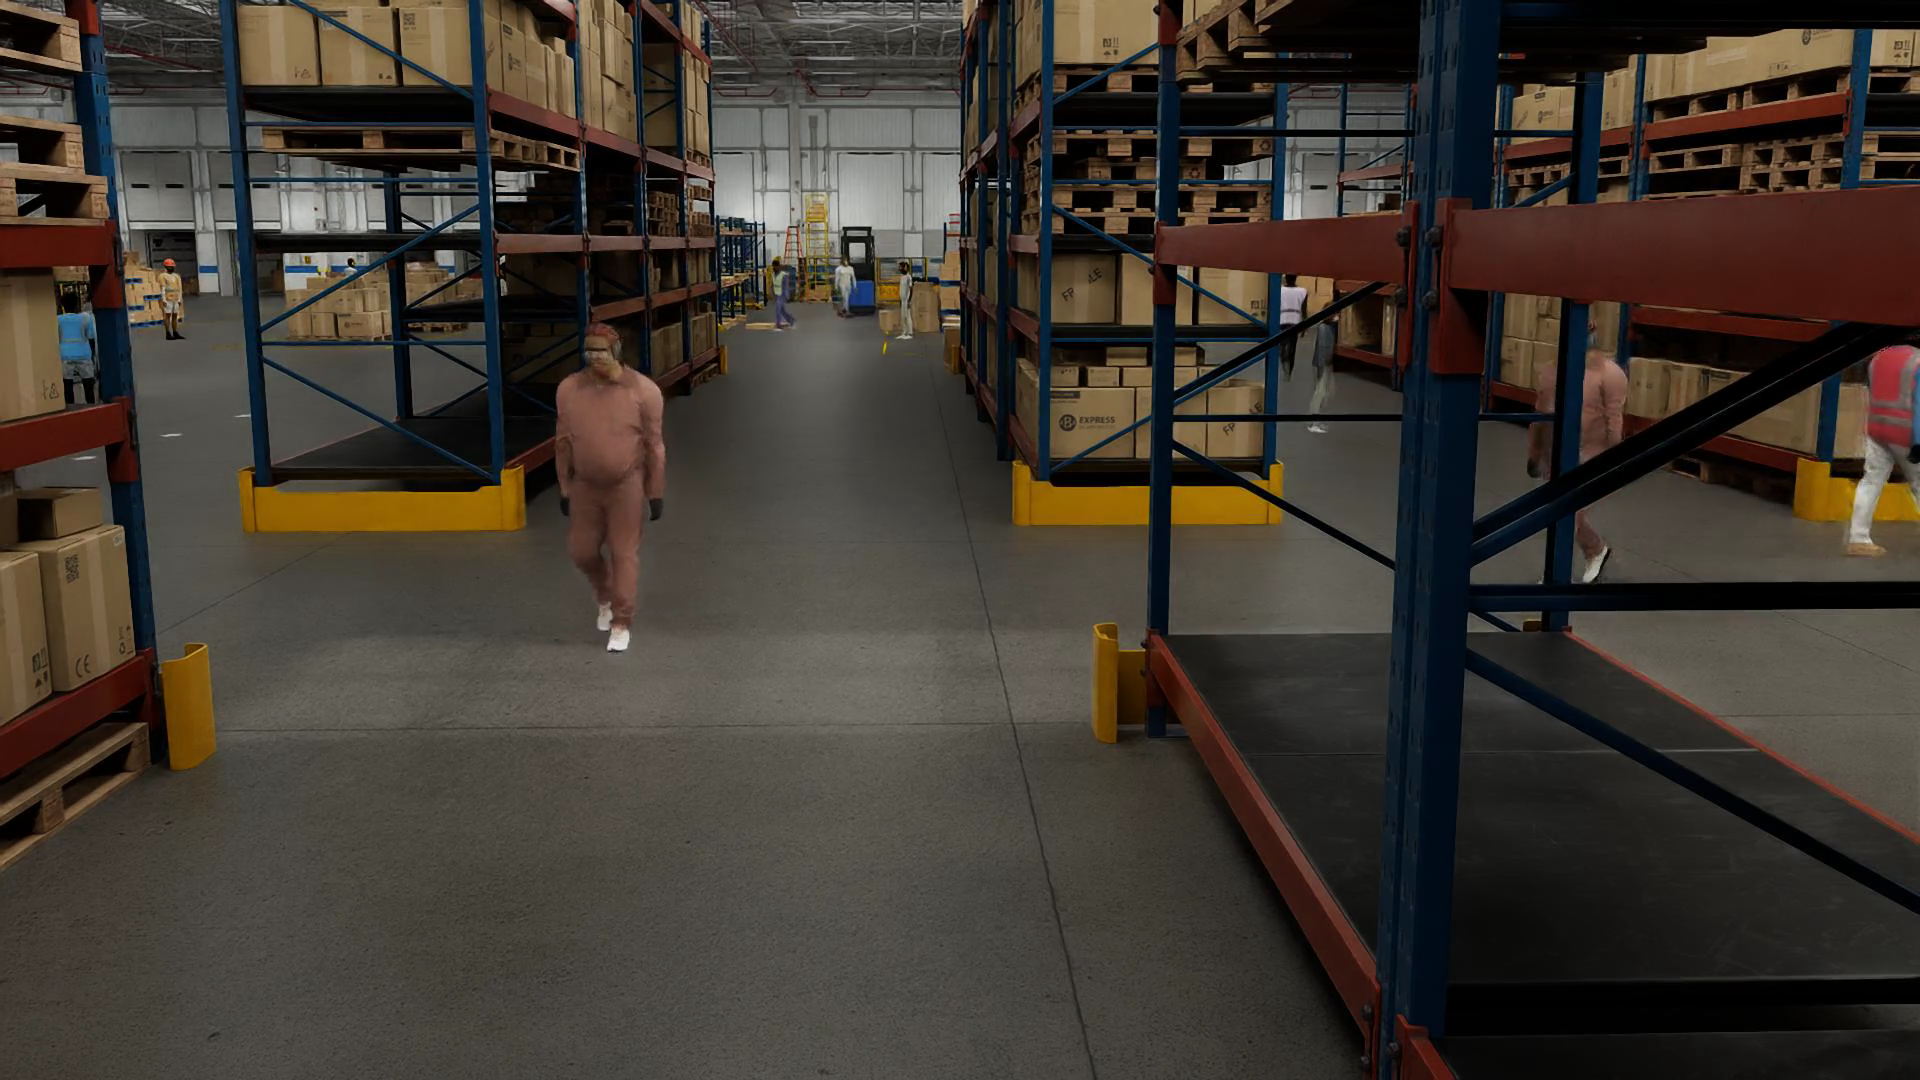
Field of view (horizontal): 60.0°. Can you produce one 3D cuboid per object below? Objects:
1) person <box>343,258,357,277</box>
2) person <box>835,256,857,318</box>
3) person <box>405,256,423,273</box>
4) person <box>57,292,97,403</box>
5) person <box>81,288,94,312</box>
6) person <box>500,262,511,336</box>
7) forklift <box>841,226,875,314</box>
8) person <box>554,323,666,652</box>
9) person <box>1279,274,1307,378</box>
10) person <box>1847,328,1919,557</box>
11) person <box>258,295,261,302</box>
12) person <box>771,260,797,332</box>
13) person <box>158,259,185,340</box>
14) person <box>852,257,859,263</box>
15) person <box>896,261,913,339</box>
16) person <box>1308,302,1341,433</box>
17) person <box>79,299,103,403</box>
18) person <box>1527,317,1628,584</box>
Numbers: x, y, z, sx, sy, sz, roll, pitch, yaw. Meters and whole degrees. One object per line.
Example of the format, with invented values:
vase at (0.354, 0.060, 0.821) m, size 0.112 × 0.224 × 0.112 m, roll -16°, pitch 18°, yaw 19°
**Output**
person at (-18.213, -7.506, 49.799) m, size 0.500 × 1.861 × 0.328 m, roll 4°, pitch 11°, yaw 20°
person at (-3.574, -7.763, 51.114) m, size 0.642 × 1.911 × 0.944 m, roll -8°, pitch 13°, yaw -38°
person at (-20.492, -9.749, 62.416) m, size 0.656 × 1.812 × 0.542 m, roll -8°, pitch 13°, yaw -37°
person at (-11.506, -2.370, 21.608) m, size 0.538 × 1.698 × 0.320 m, roll -6°, pitch 12°, yaw -28°
person at (-12.344, -2.826, 23.879) m, size 0.613 × 1.789 × 0.883 m, roll -1°, pitch 10°, yaw -4°
person at (-8.703, -4.387, 32.107) m, size 0.614 × 1.962 × 0.362 m, roll 0°, pitch 10°, yaw 3°
forklift at (-3.298, -8.682, 53.488) m, size 1.129 × 2.768 × 1.873 m, roll 0°, pitch 10°, yaw -2°
person at (-2.011, -0.307, 9.601) m, size 0.661 × 1.884 × 0.477 m, roll 1°, pitch 10°, yaw 4°
person at (5.627, -3.692, 28.435) m, size 0.600 × 1.895 × 0.757 m, roll 1°, pitch 10°, yaw 4°
person at (7.066, -0.760, 12.386) m, size 0.966 × 1.789 × 0.647 m, roll -2°, pitch 10°, yaw -13°
person at (-27.660, -10.215, 64.726) m, size 0.976 × 1.911 × 0.617 m, roll 6°, pitch 12°, yaw 31°
person at (-4.644, -6.414, 43.692) m, size 0.806 × 1.871 × 0.598 m, roll -7°, pitch 12°, yaw -35°
person at (-18.893, -5.763, 39.853) m, size 0.355 × 1.939 × 0.544 m, roll 3°, pitch 11°, yaw 16°
person at (-3.519, -8.521, 55.552) m, size 0.665 × 1.824 × 0.531 m, roll 0°, pitch 10°, yaw 1°
person at (-1.315, -5.755, 39.996) m, size 0.329 × 1.871 × 0.513 m, roll -5°, pitch 11°, yaw -27°
person at (4.477, -2.118, 20.438) m, size 0.355 × 1.617 × 0.527 m, roll 5°, pitch 11°, yaw 25°
person at (-11.740, -2.544, 22.642) m, size 0.597 × 1.665 × 0.400 m, roll -7°, pitch 12°, yaw -35°
person at (4.137, -0.578, 11.155) m, size 0.900 × 1.875 × 0.653 m, roll -6°, pitch 12°, yaw -31°
